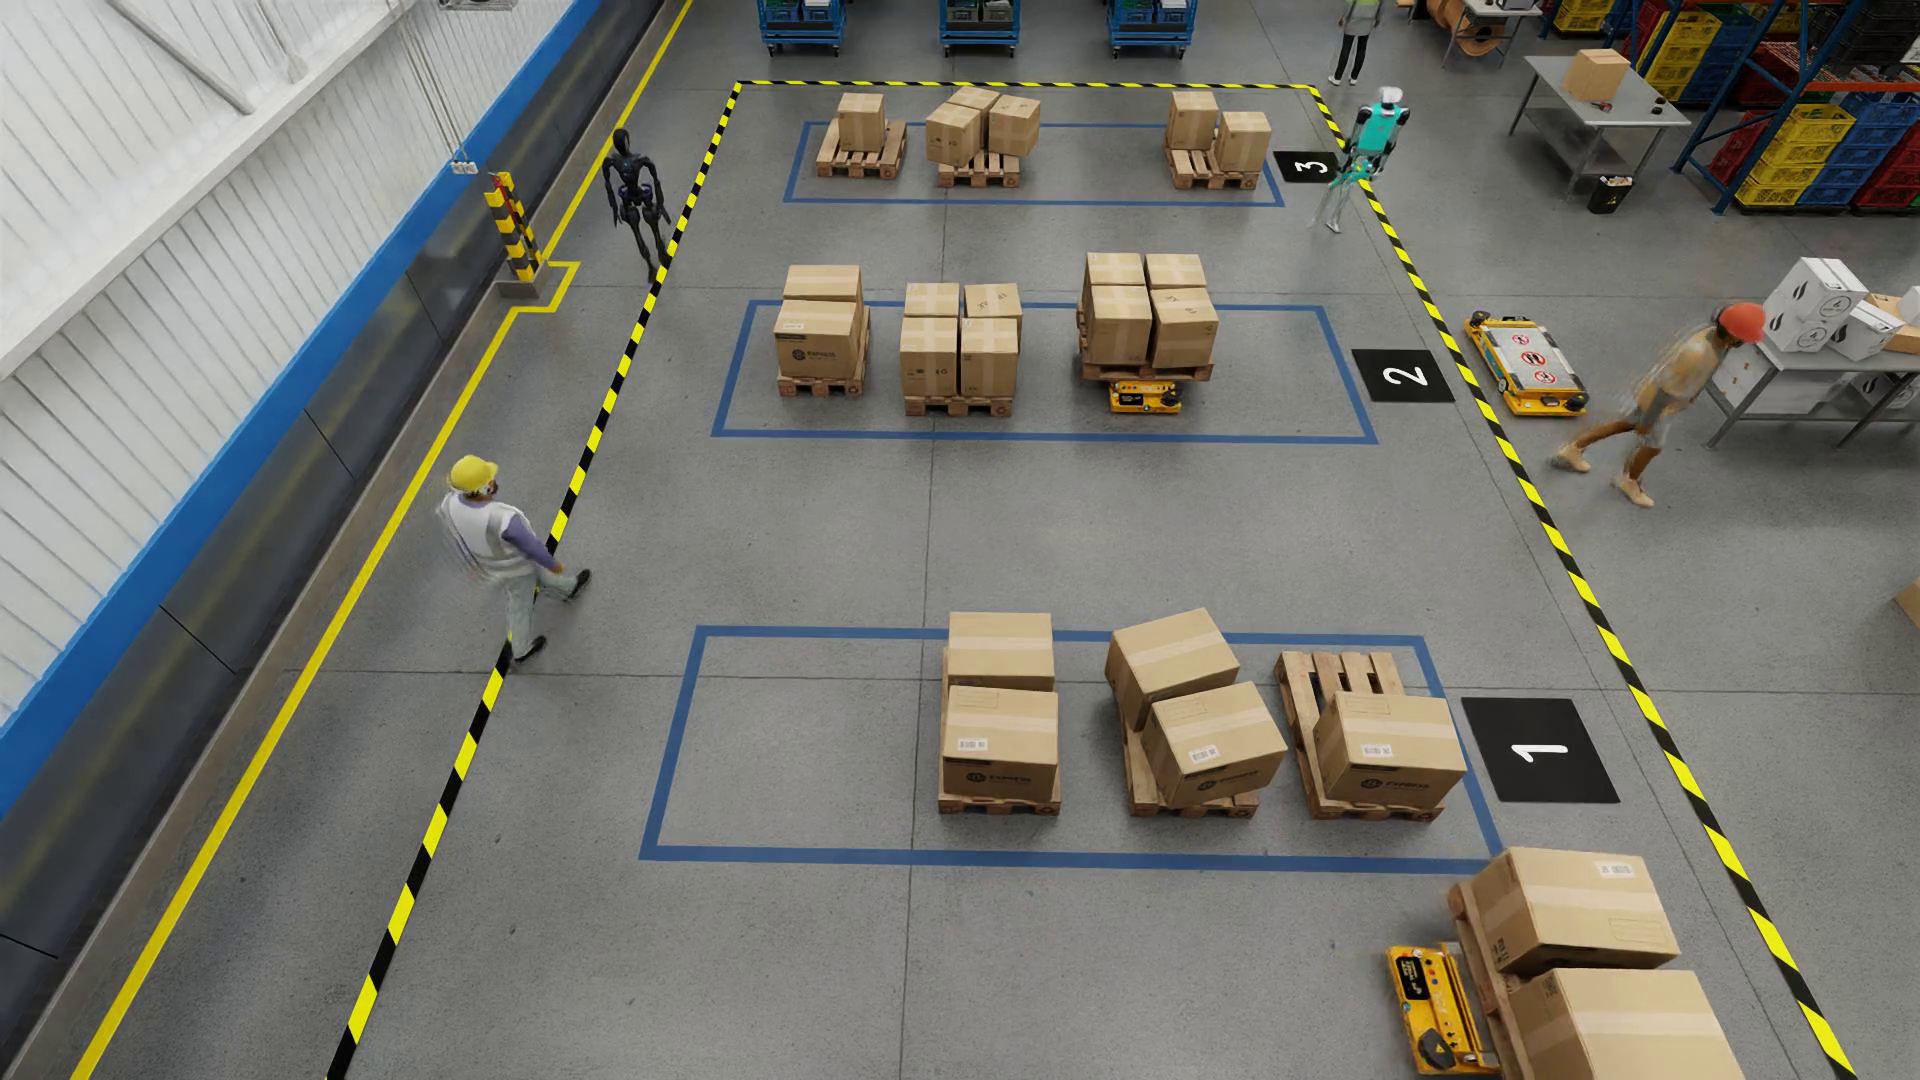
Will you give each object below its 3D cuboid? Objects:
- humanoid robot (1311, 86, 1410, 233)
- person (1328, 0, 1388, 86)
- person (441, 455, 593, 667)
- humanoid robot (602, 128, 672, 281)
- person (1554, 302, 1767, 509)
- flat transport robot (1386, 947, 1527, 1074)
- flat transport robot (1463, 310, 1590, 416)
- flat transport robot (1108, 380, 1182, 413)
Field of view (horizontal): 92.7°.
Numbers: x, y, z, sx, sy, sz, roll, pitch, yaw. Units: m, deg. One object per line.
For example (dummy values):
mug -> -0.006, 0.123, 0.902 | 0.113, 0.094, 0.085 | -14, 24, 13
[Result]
humanoid robot -> 4.435, -4.238, 10.285 | 0.540, 1.849, 0.817 | 1, 49, 1
person -> 5.642, -7.388, 12.881 | 0.596, 1.850, 0.398 | -1, 49, -1
person -> -3.129, 0.090, 6.453 | 0.610, 1.781, 0.945 | 20, 52, 17
humanoid robot -> -3.390, -3.569, 9.689 | 0.602, 1.638, 0.454 | -7, 49, -6
person -> 5.638, -1.157, 7.396 | 0.740, 1.987, 0.861 | -36, 58, -27
flat transport robot -> 3.260, 2.661, 5.212 | 1.431, 0.197, 0.652 | 1, 49, 1
flat transport robot -> 5.573, -1.757, 9.054 | 0.659, 0.231, 1.431 | 1, 49, 1
flat transport robot -> 1.773, -1.807, 9.079 | 0.652, 0.197, 1.431 | 1, 49, 1
